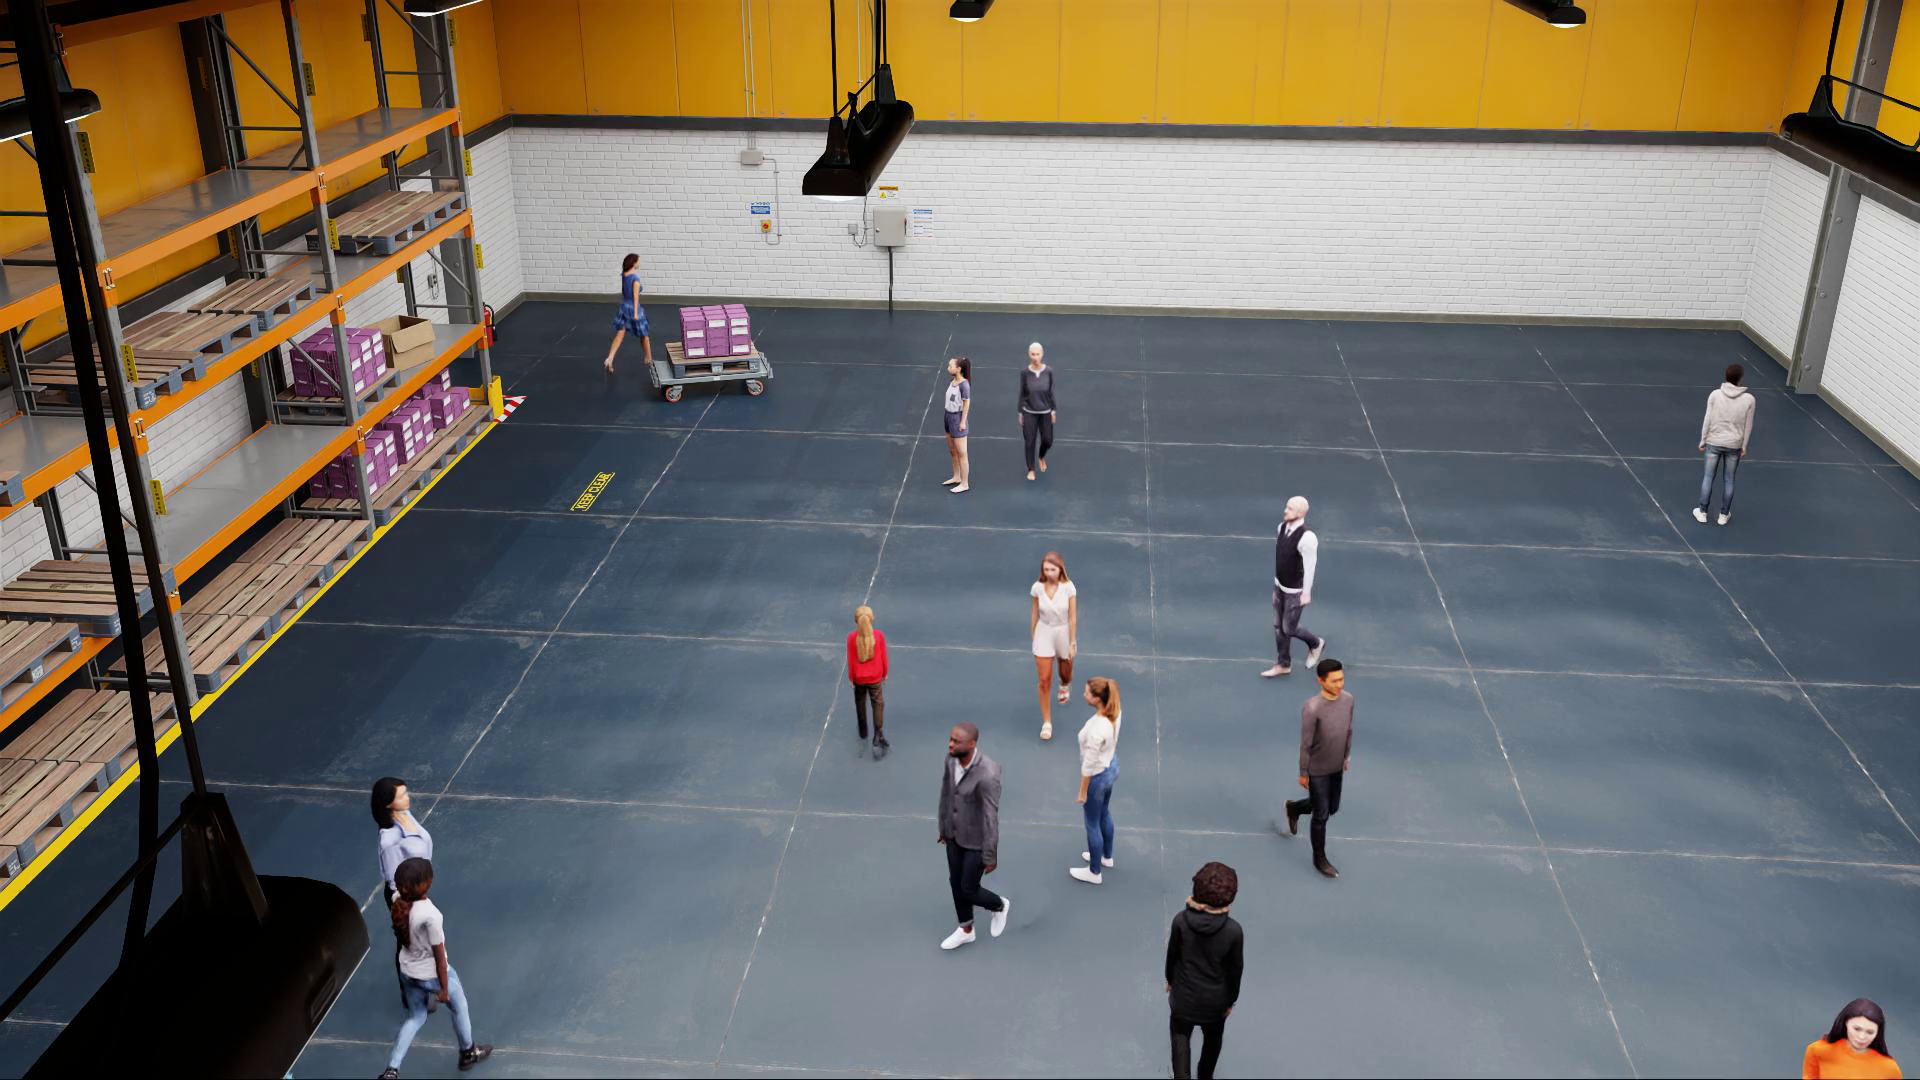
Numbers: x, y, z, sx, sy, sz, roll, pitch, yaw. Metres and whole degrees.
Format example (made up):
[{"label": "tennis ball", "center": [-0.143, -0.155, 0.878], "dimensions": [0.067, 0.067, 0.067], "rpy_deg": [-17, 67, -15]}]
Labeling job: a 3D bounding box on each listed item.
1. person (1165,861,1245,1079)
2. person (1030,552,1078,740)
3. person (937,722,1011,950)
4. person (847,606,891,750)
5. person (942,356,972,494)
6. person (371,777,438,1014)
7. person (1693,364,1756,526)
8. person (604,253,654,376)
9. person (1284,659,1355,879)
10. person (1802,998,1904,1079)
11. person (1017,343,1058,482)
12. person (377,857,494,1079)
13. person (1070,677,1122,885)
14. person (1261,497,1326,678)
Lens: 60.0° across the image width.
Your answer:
[{"label": "person", "center": [1.462, 2.781, 10.118], "dimensions": [0.687, 1.758, 1.046], "rpy_deg": [5, 24, 11]}, {"label": "person", "center": [0.848, 0.859, 14.617], "dimensions": [0.602, 1.675, 1.007], "rpy_deg": [4, 24, 8]}, {"label": "person", "center": [0.138, 2.064, 11.696], "dimensions": [0.990, 1.807, 0.929], "rpy_deg": [-18, 30, -36]}, {"label": "person", "center": [-0.798, 1.210, 14.337], "dimensions": [0.605, 1.257, 0.838], "rpy_deg": [-2, 24, -5]}, {"label": "person", "center": [-0.025, -1.395, 19.805], "dimensions": [0.735, 1.650, 0.616], "rpy_deg": [-10, 25, -21]}, {"label": "person", "center": [-3.708, 2.350, 11.122], "dimensions": [0.738, 1.743, 0.538], "rpy_deg": [-1, 24, -3]}, {"label": "person", "center": [8.656, -1.087, 18.850], "dimensions": [0.724, 1.850, 0.670], "rpy_deg": [8, 25, 18]}, {"label": "person", "center": [-4.754, -3.172, 23.738], "dimensions": [1.174, 1.755, 1.246], "rpy_deg": [22, 32, 40]}, {"label": "person", "center": [2.719, 1.680, 12.644], "dimensions": [1.074, 1.752, 0.950], "rpy_deg": [0, 24, 0]}, {"label": "person", "center": [4.849, 3.212, 9.174], "dimensions": [0.859, 1.724, 1.042], "rpy_deg": [11, 26, 24]}, {"label": "person", "center": [0.931, -1.588, 20.167], "dimensions": [0.664, 1.714, 0.685], "rpy_deg": [-1, 24, -2]}, {"label": "person", "center": [-3.372, 2.732, 10.309], "dimensions": [0.914, 1.694, 1.147], "rpy_deg": [14, 27, 28]}, {"label": "person", "center": [1.063, 1.785, 12.438], "dimensions": [0.749, 1.724, 0.612], "rpy_deg": [11, 26, 24]}, {"label": "person", "center": [3.142, 0.447, 15.393], "dimensions": [0.960, 1.808, 0.937], "rpy_deg": [-10, 25, -21]}]
